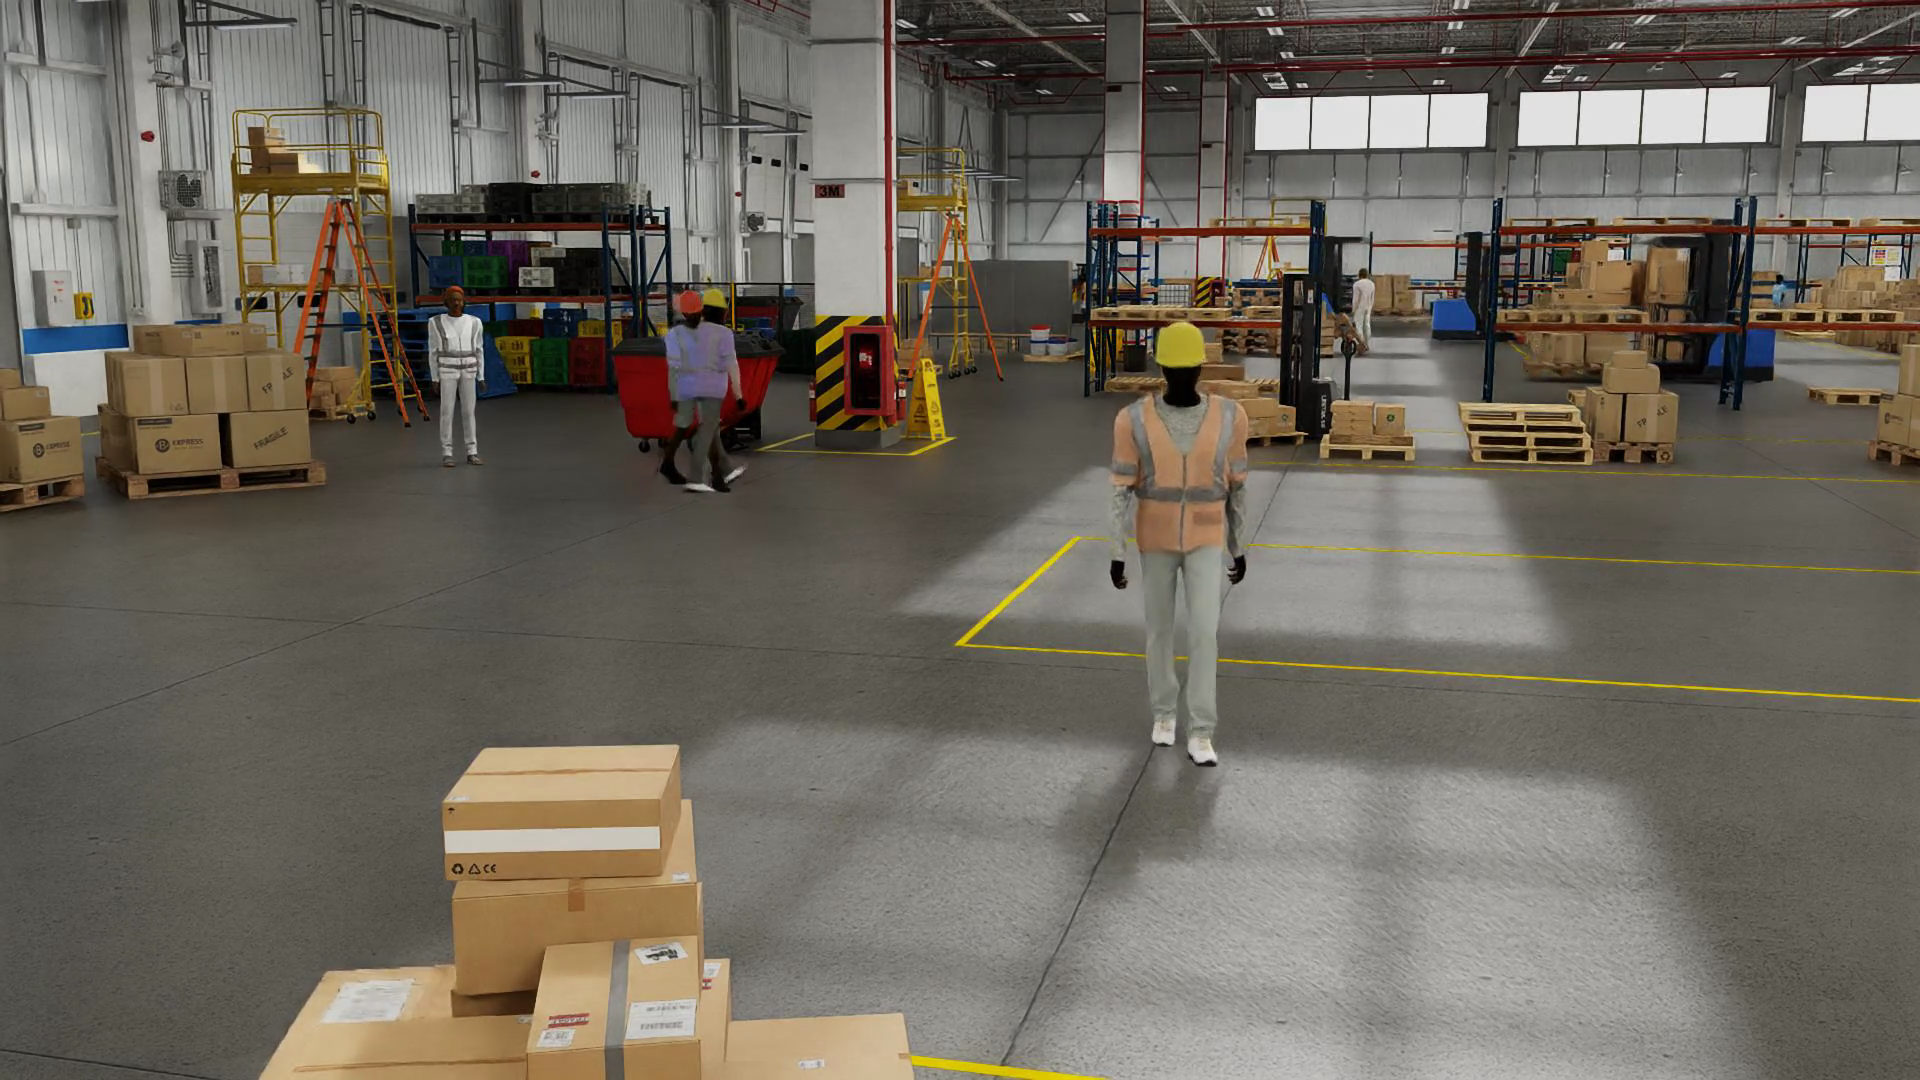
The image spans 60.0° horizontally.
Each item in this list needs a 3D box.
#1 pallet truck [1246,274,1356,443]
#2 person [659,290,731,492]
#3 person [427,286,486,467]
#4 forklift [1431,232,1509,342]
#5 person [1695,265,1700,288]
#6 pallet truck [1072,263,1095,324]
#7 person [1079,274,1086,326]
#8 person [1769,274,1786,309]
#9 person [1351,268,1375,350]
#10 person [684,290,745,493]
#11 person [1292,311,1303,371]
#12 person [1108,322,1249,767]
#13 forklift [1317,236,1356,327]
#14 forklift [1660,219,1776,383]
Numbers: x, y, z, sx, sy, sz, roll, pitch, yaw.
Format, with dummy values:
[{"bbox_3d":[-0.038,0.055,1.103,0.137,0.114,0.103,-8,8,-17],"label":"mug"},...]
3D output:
[{"bbox_3d":[3.653,-2.138,19.590,1.885,1.965,0.823,-4,10,-20],"label":"pallet truck"},{"bbox_3d":[-2.547,-1.405,15.646,0.557,1.901,0.953,-8,12,-39],"label":"person"},{"bbox_3d":[-5.245,-1.703,17.367,0.574,1.883,0.355,-6,11,-32],"label":"person"},{"bbox_3d":[13.185,-6.527,42.836,1.873,2.768,1.129,2,10,14],"label":"forklift"},{"bbox_3d":[22.613,-7.449,51.026,0.354,1.942,0.545,-8,13,-40],"label":"person"},{"bbox_3d":[4.325,-8.180,55.162,0.823,1.965,1.885,6,11,31],"label":"pallet truck"},{"bbox_3d":[3.987,-7.657,53.080,0.318,1.662,0.731,3,10,17],"label":"person"},{"bbox_3d":[25.752,-7.518,52.254,0.780,1.663,0.535,-2,10,-14],"label":"person"},{"bbox_3d":[9.422,-5.398,38.955,0.631,1.940,0.368,-6,11,-30],"label":"person"},{"bbox_3d":[-2.318,-1.396,15.605,0.618,1.879,0.940,7,12,36],"label":"person"},{"bbox_3d":[6.619,-4.101,31.932,0.327,1.735,0.486,6,11,32],"label":"person"},{"bbox_3d":[0.946,0.023,7.170,0.611,1.890,0.869,1,10,4],"label":"person"},{"bbox_3d":[11.194,-7.982,51.404,1.873,2.768,1.129,-2,10,-14],"label":"forklift"},{"bbox_3d":[13.144,-4.167,28.938,1.873,2.768,1.129,2,10,14],"label":"forklift"}]
